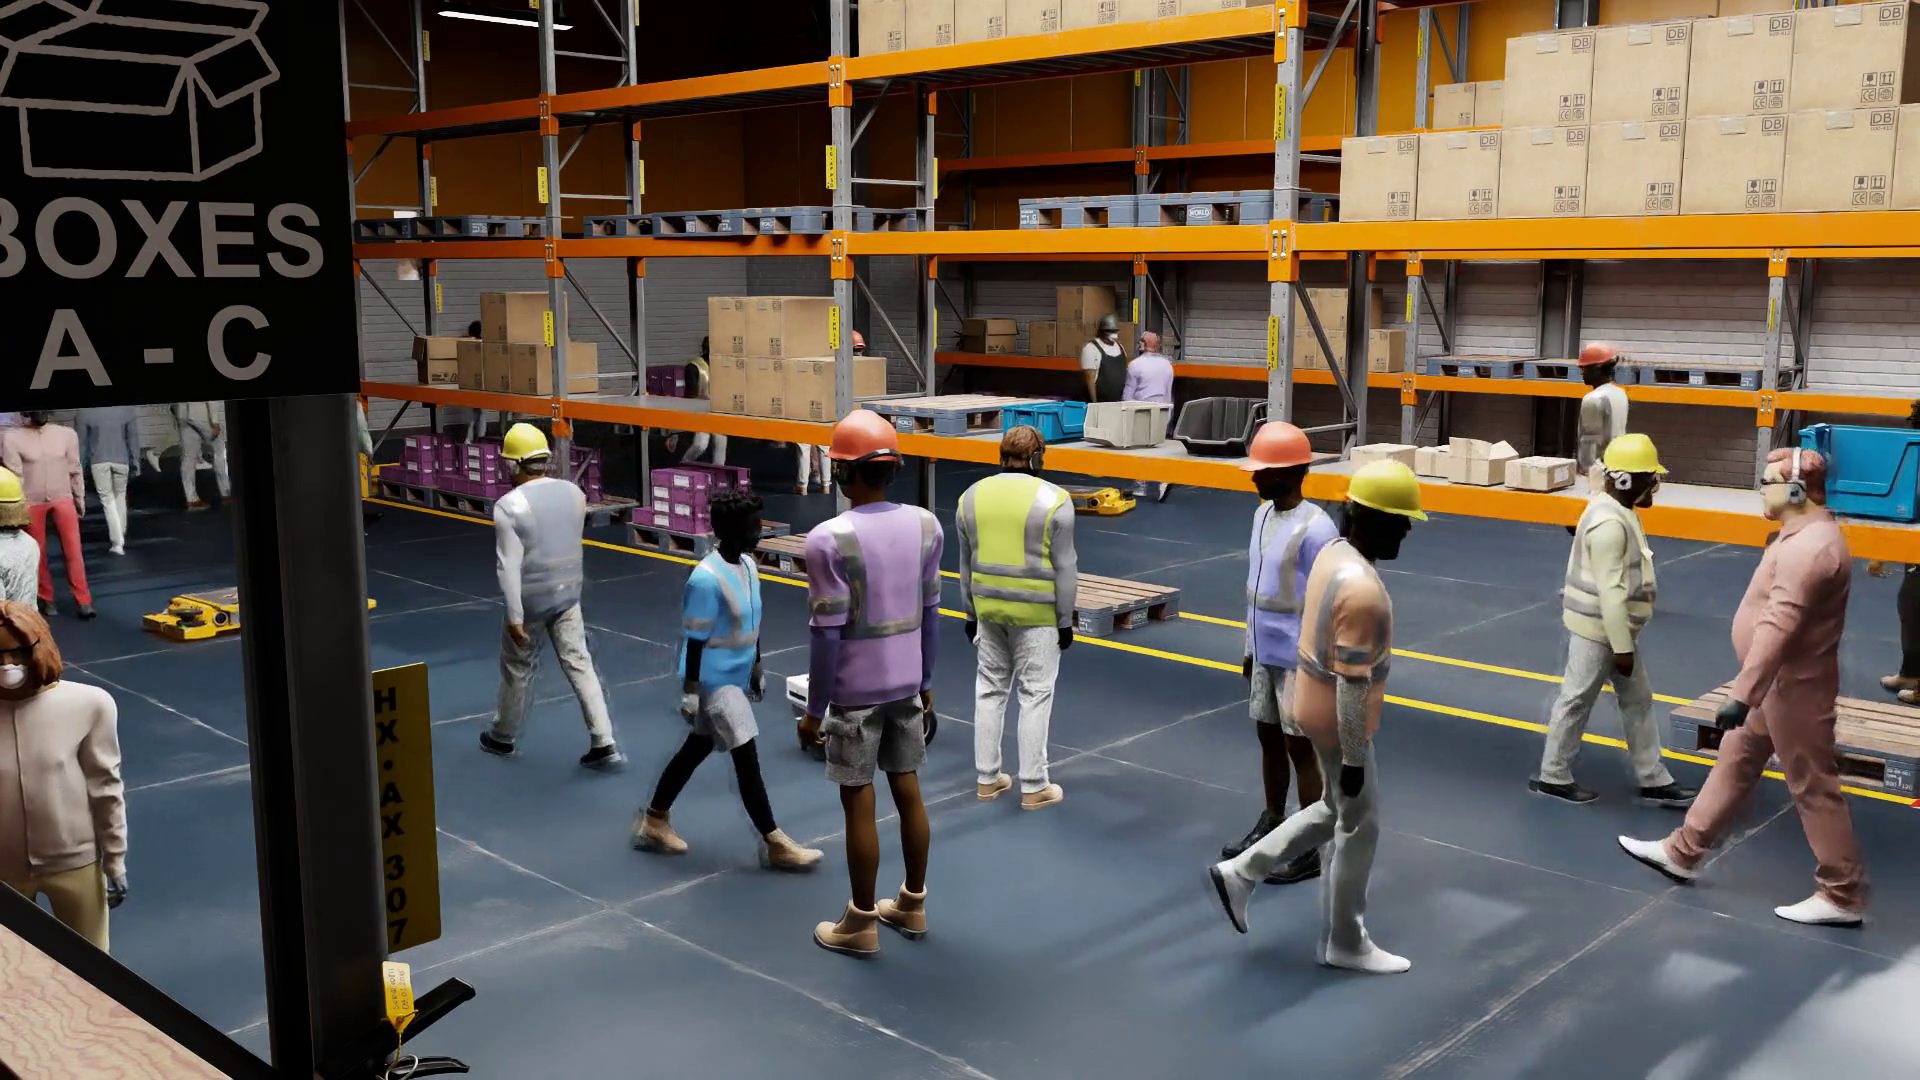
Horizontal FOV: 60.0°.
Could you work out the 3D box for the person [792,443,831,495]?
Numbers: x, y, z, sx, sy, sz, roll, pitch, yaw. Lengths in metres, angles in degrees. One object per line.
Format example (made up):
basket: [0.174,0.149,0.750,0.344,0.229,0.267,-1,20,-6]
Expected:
person: [-1.697,-1.427,18.864,0.625,1.847,0.429,-5,10,-26]

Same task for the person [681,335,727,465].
person: [-2.984,-1.478,19.280,0.682,1.813,0.667,7,12,38]

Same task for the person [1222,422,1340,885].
person: [1.332,0.469,6.958,0.377,1.932,0.552,-4,10,-21]

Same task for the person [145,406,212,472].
person: [-9.862,-1.767,20.968,0.807,1.836,0.532,-7,12,-37]

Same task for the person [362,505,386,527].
person: [-6.149,-1.038,16.409,0.992,1.857,0.580,2,9,12]

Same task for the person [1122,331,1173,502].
person: [2.097,-1.364,18.384,0.647,1.884,0.838,-8,12,-39]

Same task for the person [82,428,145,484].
person: [-10.096,-1.503,19.506,0.578,1.793,0.995,7,12,36]

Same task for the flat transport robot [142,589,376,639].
flat transport robot: [-5.058,0.469,12.051,0.652,0.197,1.431,8,12,40]

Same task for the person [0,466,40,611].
person: [-4.070,0.541,7.099,0.286,1.746,0.490,-2,9,-9]

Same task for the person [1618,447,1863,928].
person: [3.150,0.568,6.573,0.938,1.865,0.653,4,10,23]

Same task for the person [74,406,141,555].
person: [-7.718,-0.686,15.008,0.521,1.606,0.662,-9,13,-43]

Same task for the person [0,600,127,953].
person: [-2.687,0.970,4.834,0.496,1.627,0.271,-4,10,-25]

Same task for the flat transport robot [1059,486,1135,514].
flat transport robot: [1.086,-0.447,17.665,1.431,0.197,0.652,4,10,21]

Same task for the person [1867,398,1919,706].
person: [5.604,0.062,9.779,0.528,1.821,0.645,-5,10,-27]

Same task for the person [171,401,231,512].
person: [-8.091,-1.279,17.774,0.644,1.900,0.877,2,9,12]

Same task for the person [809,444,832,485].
person: [-1.702,-1.597,19.748,0.488,1.893,0.662,5,11,30]

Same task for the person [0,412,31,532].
person: [-8.492,-0.788,14.694,0.594,1.924,0.382,-5,10,-27]

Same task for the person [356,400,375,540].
person: [-5.809,-0.779,15.664,0.901,1.587,0.533,7,12,38]

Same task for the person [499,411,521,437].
person: [-6.689,-2.273,24.712,0.520,1.630,0.316,4,10,22]

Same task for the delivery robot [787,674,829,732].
delivery robot: [-0.556,0.808,8.818,0.707,0.478,0.477,-6,11,-34]

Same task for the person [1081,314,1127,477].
person: [1.830,-1.764,20.330,0.689,2.000,0.757,-6,11,-33]

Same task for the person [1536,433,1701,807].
person: [3.139,0.405,7.760,0.844,1.793,0.614,5,10,26]

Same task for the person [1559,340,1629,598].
person: [4.895,-0.504,12.661,0.607,2.021,0.557,-9,13,-43]

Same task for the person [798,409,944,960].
person: [-0.343,0.537,6.206,0.605,2.045,0.378,-8,12,-41]

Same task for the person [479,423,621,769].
person: [-2.131,0.292,8.529,0.947,1.791,0.603,7,12,38]

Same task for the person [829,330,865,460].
person: [-1.003,-0.961,15.545,0.393,1.992,0.622,7,12,38]

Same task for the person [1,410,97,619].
person: [-6.590,-0.254,12.032,0.534,1.722,0.872,-7,12,-39]

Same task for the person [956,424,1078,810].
person: [0.281,0.364,7.966,0.621,1.829,0.430,6,11,32]

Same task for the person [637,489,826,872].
person: [-1.032,0.589,7.124,0.883,1.640,0.542,2,9,11]

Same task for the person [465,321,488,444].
person: [-6.566,-2.059,22.713,0.498,1.853,0.383,3,10,17]

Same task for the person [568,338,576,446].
person: [-5.623,-2.180,23.398,0.615,1.864,0.551,4,10,23]

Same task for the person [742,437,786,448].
person: [-2.842,-2.299,23.939,1.056,1.935,0.640,7,12,37]

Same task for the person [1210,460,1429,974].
person: [1.309,0.647,5.992,0.678,1.895,0.631,1,9,4]
